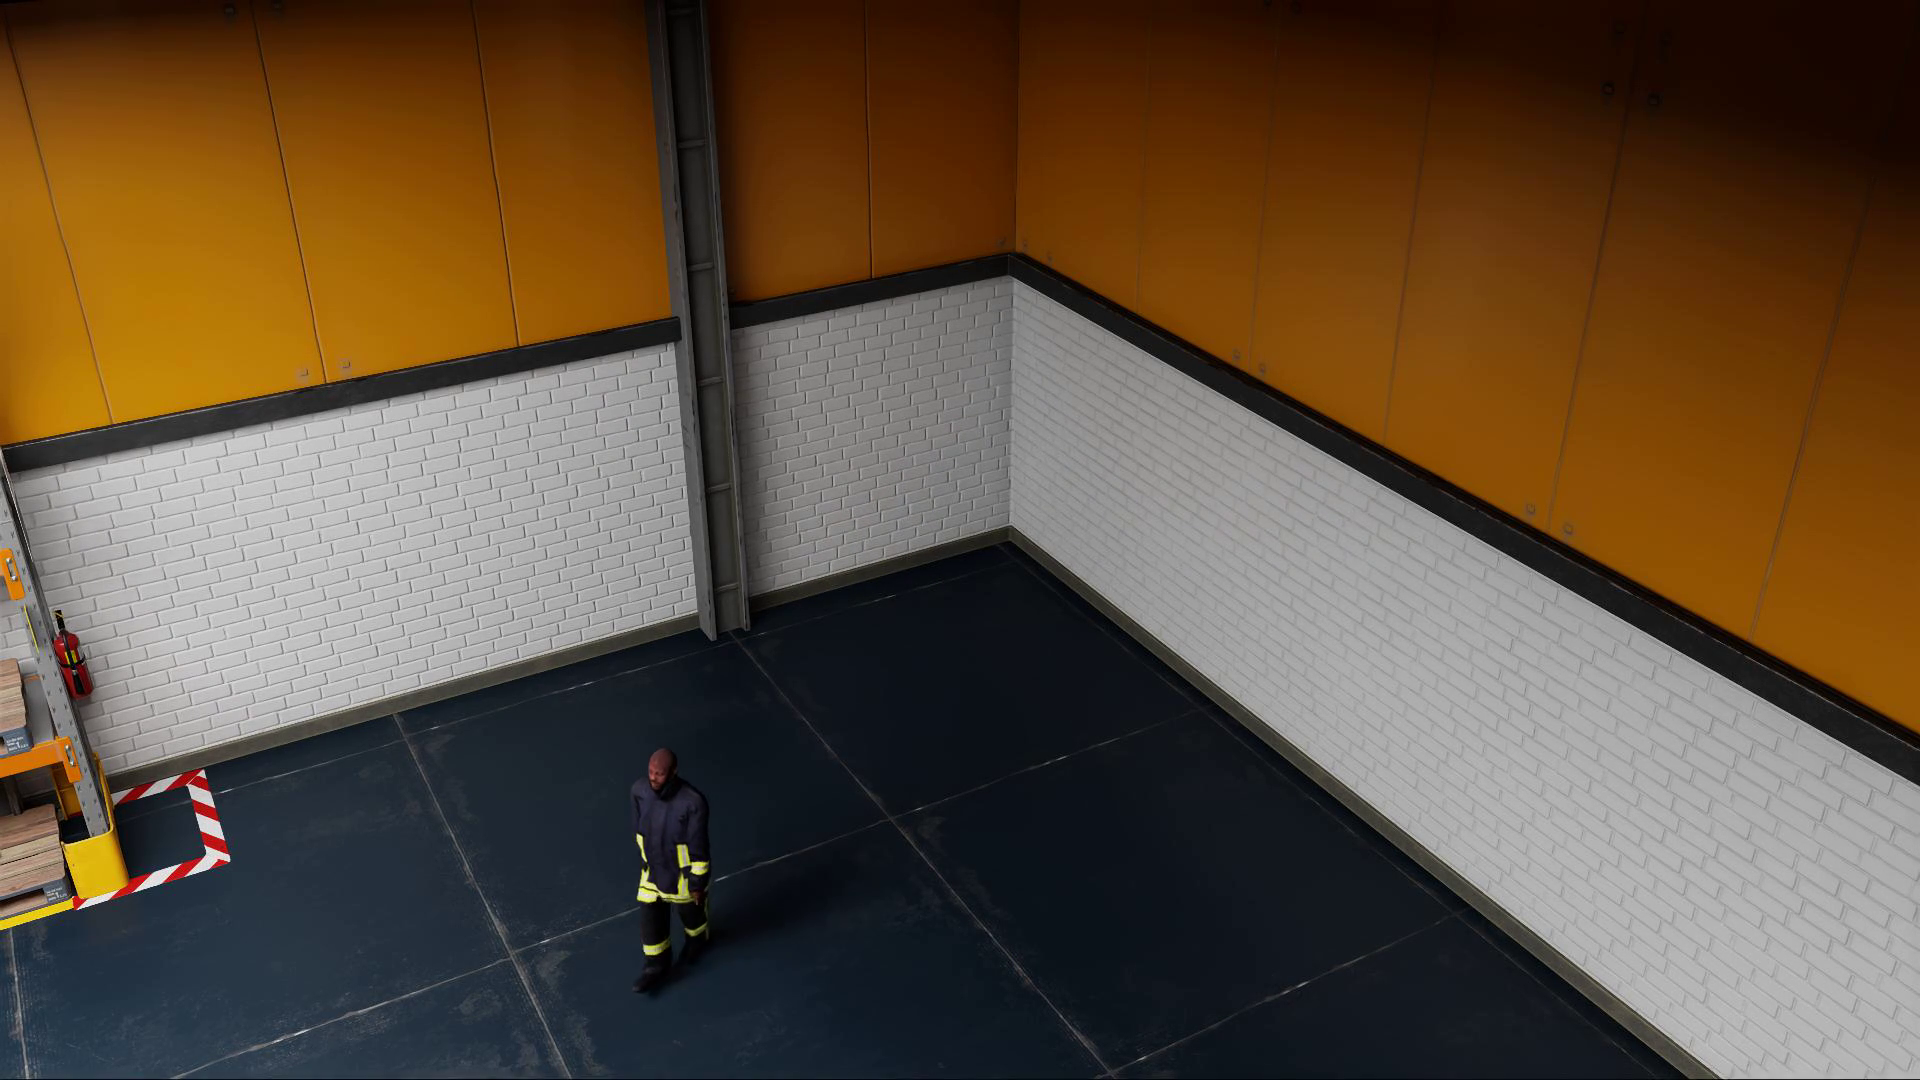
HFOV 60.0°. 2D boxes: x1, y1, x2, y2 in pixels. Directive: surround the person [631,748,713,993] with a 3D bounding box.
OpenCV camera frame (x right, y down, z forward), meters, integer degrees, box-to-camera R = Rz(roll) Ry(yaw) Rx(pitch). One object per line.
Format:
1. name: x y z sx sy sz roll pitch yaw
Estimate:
1. person: -1.876 2.089 11.163 1.077 1.801 1.153 10 30 17
